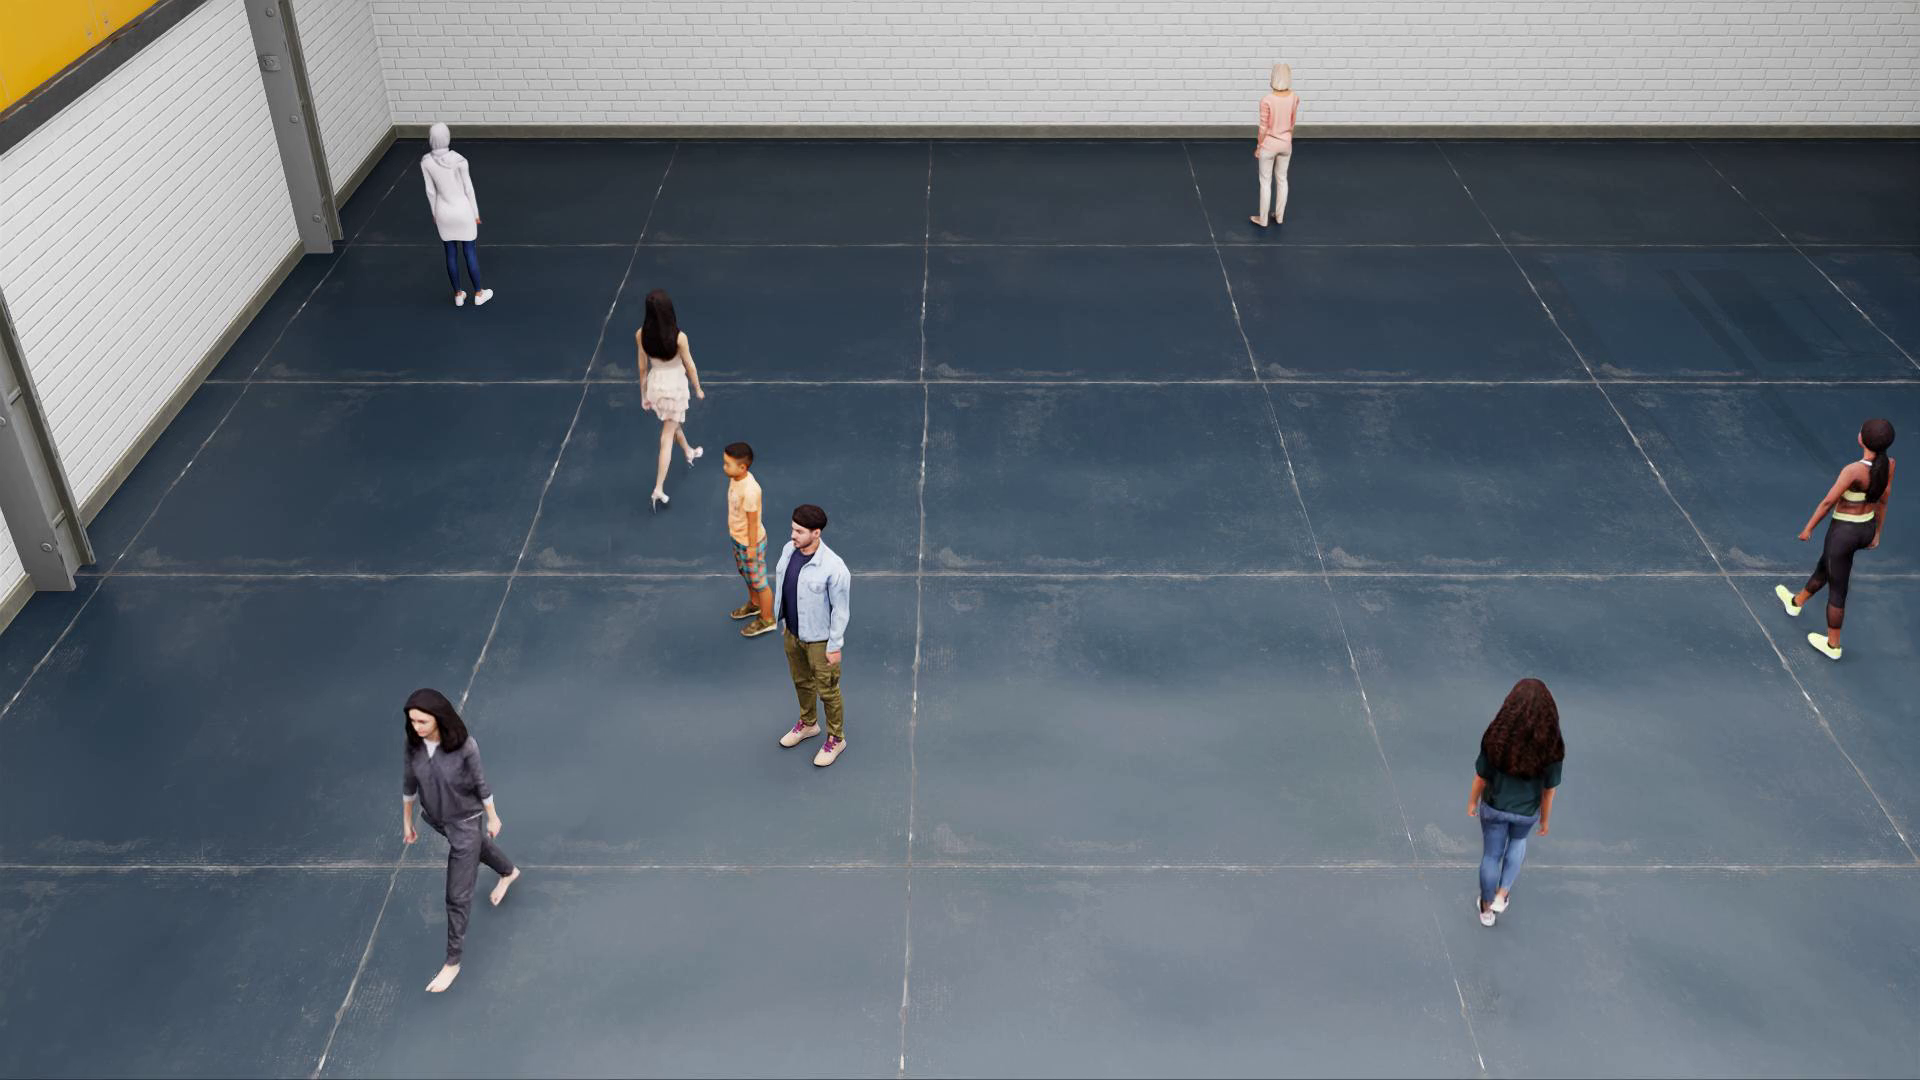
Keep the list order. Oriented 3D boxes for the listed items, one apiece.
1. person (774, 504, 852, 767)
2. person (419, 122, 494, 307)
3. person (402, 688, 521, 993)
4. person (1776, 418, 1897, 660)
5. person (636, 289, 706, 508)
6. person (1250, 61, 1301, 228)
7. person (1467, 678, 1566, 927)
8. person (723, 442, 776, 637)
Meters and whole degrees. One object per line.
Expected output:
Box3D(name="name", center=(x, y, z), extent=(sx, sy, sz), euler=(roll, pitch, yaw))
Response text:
Box3D(name="person", center=(-0.899, 0.563, 10.172), extent=(0.757, 1.812, 0.798), euler=(26, 41, 33))
Box3D(name="person", center=(-4.758, -3.055, 15.648), extent=(0.618, 1.775, 0.535), euler=(2, 34, 3))
Box3D(name="person", center=(-2.656, 1.453, 8.926), extent=(0.877, 1.708, 1.258), euler=(10, 35, 15))
Box3D(name="person", center=(5.953, 0.039, 11.037), extent=(0.777, 1.727, 1.036), euler=(-10, 35, -14))
Box3D(name="person", center=(-2.264, -1.035, 12.687), extent=(0.804, 1.687, 1.121), euler=(11, 35, 16))
Box3D(name="person", center=(3.277, -4.110, 17.280), extent=(0.665, 1.724, 0.635), euler=(-11, 35, -17))
Box3D(name="person", center=(2.976, 1.483, 8.975), extent=(0.660, 1.604, 0.680), euler=(8, 34, 12))
Box3D(name="person", center=(-1.438, -0.029, 11.381), extent=(0.645, 1.459, 0.549), euler=(-17, 37, -24))
